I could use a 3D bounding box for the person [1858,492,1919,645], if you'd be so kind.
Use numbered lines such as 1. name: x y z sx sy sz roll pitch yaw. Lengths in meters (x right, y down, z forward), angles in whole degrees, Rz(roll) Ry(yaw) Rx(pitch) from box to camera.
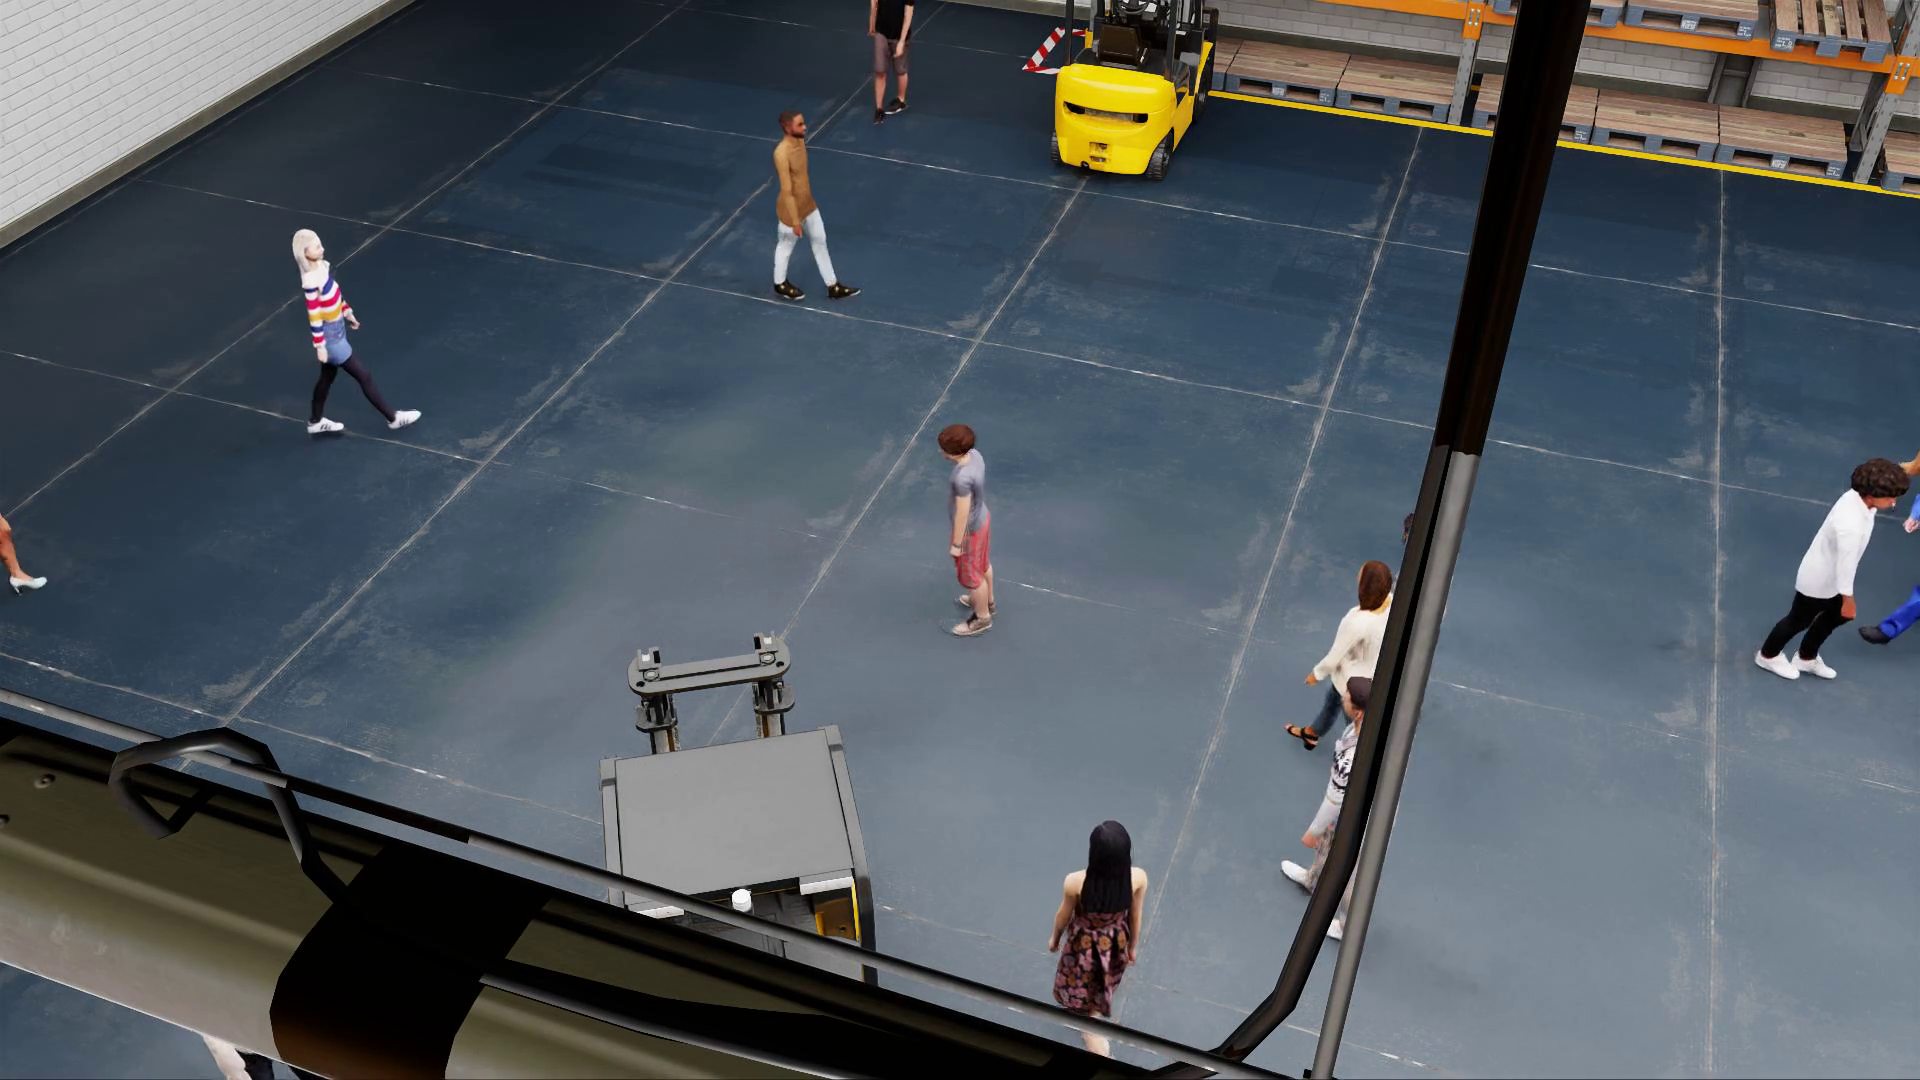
1. person: 6.629 -0.078 10.838 1.259 1.786 1.047 -5 39 -7

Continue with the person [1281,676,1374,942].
1. person: 2.170 1.484 8.838 0.970 1.842 0.864 25 45 28

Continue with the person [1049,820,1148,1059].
1. person: 0.689 2.091 8.158 1.155 1.742 1.091 -9 40 -11

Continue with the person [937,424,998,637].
1. person: 0.070 -0.077 10.957 0.654 1.636 0.663 13 40 15

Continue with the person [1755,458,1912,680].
1. person: 5.397 0.178 10.518 0.807 1.787 0.765 24 45 27

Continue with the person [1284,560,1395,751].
1. person: 2.412 0.840 9.786 0.948 1.665 0.765 25 45 28

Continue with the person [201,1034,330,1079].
1. person: -3.310 2.320 7.796 1.173 1.836 0.858 21 43 25

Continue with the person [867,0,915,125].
1. person: -0.687 -5.286 17.340 0.854 1.810 0.824 21 43 24

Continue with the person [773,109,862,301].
1. person: -1.497 -2.860 14.320 1.018 1.789 0.681 14 41 17

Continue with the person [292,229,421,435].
1. person: -4.878 -1.534 12.681 1.217 1.763 1.030 -7 39 -8
